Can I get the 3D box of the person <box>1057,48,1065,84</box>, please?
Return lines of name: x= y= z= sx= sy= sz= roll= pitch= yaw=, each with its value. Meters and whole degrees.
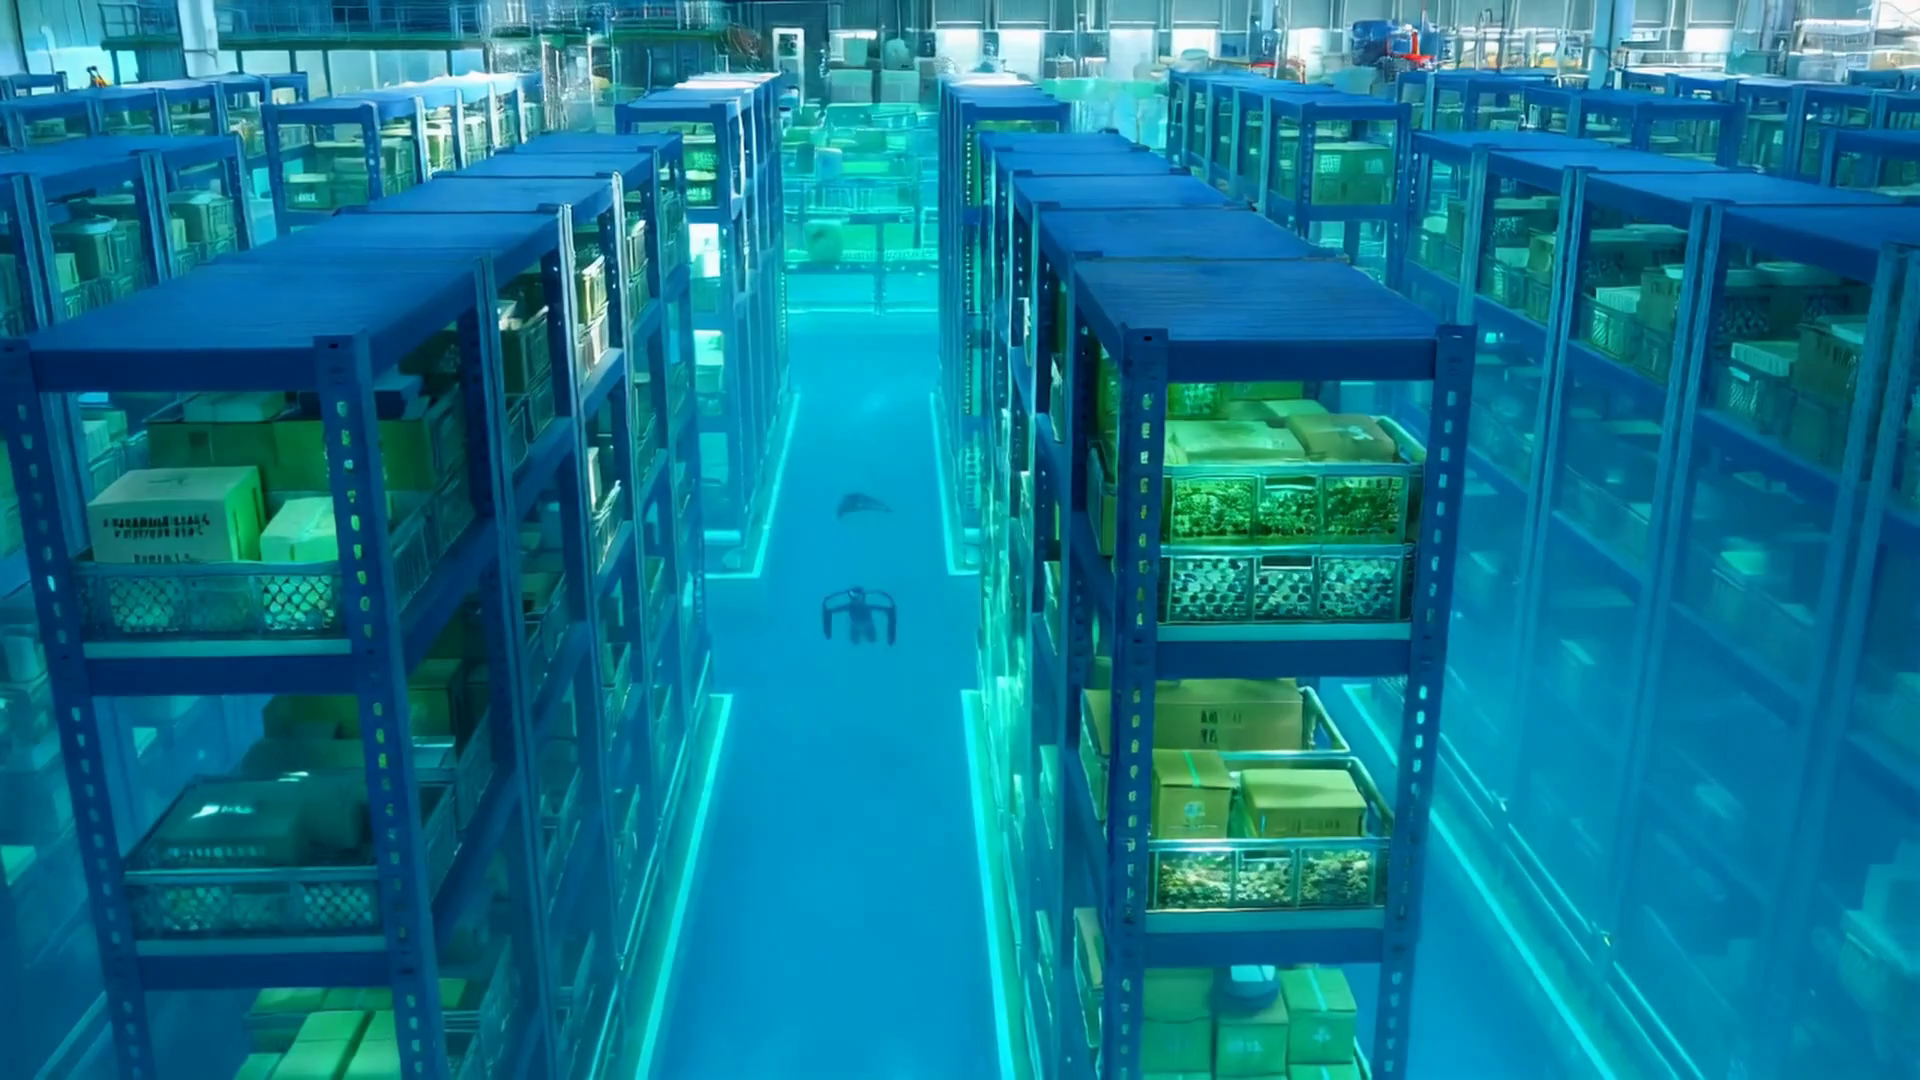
person: x=5.576 y=-26.090 z=91.514 sx=0.552 sy=1.932 sz=0.377 roll=-15 pitch=23 yaw=-38

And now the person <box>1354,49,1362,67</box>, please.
person: x=21.065 y=-25.106 z=88.451 sx=0.642 sy=1.938 sz=1.018 roll=-15 pitch=23 yaw=-39

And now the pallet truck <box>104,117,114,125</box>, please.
pallet truck: x=-18.367 y=-7.885 z=35.078 sx=1.885 sy=1.965 sz=0.823 roll=1 pitch=18 yaw=2

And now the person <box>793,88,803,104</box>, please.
person: x=-5.313 y=-14.280 z=55.075 sx=0.415 sy=1.865 sz=0.600 roll=0 pitch=18 yaw=0

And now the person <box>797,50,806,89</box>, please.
person: x=-8.177 y=-24.366 z=86.155 sx=0.380 sy=1.950 sz=0.605 roll=9 pitch=20 yaw=27

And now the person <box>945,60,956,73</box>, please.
person: x=-0.456 y=-20.840 z=75.452 sx=0.626 sy=1.831 sz=0.374 roll=-1 pitch=18 yaw=-3

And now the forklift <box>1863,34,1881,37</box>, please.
forklift: x=44.131 y=-23.197 z=81.047 sx=1.129 sy=2.768 sz=1.873 roll=-1 pitch=18 yaw=-2

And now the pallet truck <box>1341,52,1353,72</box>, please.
pallet truck: x=18.794 y=-23.123 z=82.231 sx=0.823 sy=1.965 sz=1.885 roll=-13 pitch=22 yaw=-35

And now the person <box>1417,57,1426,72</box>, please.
person: x=21.782 y=-21.861 z=78.579 sx=0.429 sy=1.844 sz=0.626 roll=1 pitch=18 yaw=4

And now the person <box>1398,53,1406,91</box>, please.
person: x=22.394 y=-23.718 z=84.277 sx=0.351 sy=1.878 sz=0.568 roll=-7 pitch=19 yaw=-22

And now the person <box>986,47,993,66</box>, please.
person: x=1.712 y=-27.037 z=94.476 sx=0.411 sy=1.911 sz=0.593 roll=-2 pitch=18 yaw=-7

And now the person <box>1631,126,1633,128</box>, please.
person: x=19.784 y=-12.200 z=48.917 sx=0.530 sy=1.693 sz=0.321 roll=15 pitch=23 yaw=39

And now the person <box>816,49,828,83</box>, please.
person: x=-7.307 y=-24.903 z=87.843 sx=0.621 sy=1.949 sz=0.822 roll=10 pitch=20 yaw=28

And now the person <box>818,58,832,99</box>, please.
person: x=-6.058 y=-20.694 z=74.828 sx=0.657 sy=1.925 sz=0.442 roll=-8 pitch=20 yaw=-24

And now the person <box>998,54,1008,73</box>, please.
person: x=2.312 y=-25.340 z=89.592 sx=0.544 sy=1.680 sz=0.404 roll=-2 pitch=18 yaw=-7

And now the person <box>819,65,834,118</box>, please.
person: x=-5.125 y=-17.254 z=63.999 sx=0.545 sy=2.000 sz=0.707 roll=3 pitch=18 yaw=10

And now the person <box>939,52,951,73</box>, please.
person: x=-0.780 y=-24.884 z=88.023 sx=0.616 sy=1.799 sz=0.981 roll=-9 pitch=20 yaw=-25

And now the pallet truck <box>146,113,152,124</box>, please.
pallet truck: x=-18.087 y=-8.309 z=36.390 sx=1.885 sy=1.965 sz=0.823 roll=-1 pitch=18 yaw=-4

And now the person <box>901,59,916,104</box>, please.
person: x=-2.225 y=-19.255 z=70.229 sx=0.671 sy=2.022 sz=0.611 roll=-15 pitch=23 yaw=-38

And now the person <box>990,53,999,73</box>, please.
person: x=1.815 y=-24.830 z=87.881 sx=0.525 sy=1.771 sz=0.305 roll=-9 pitch=20 yaw=-27

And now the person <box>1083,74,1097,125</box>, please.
person: x=4.578 y=-15.518 z=58.843 sx=0.551 sy=1.902 sz=0.530 roll=-7 pitch=19 yaw=-20

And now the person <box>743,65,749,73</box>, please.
person: x=-8.473 y=-17.813 z=65.910 sx=0.369 sy=1.925 sz=0.594 roll=11 pitch=21 yaw=31

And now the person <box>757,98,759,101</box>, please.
person: x=-5.609 y=-11.573 z=46.692 sx=0.521 sy=1.873 sz=0.334 roll=6 pitch=19 yaw=19

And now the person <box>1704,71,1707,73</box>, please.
person: x=27.859 y=-16.607 z=62.261 sx=0.560 sy=1.891 sz=1.007 roll=-12 pitch=21 yaw=-33
